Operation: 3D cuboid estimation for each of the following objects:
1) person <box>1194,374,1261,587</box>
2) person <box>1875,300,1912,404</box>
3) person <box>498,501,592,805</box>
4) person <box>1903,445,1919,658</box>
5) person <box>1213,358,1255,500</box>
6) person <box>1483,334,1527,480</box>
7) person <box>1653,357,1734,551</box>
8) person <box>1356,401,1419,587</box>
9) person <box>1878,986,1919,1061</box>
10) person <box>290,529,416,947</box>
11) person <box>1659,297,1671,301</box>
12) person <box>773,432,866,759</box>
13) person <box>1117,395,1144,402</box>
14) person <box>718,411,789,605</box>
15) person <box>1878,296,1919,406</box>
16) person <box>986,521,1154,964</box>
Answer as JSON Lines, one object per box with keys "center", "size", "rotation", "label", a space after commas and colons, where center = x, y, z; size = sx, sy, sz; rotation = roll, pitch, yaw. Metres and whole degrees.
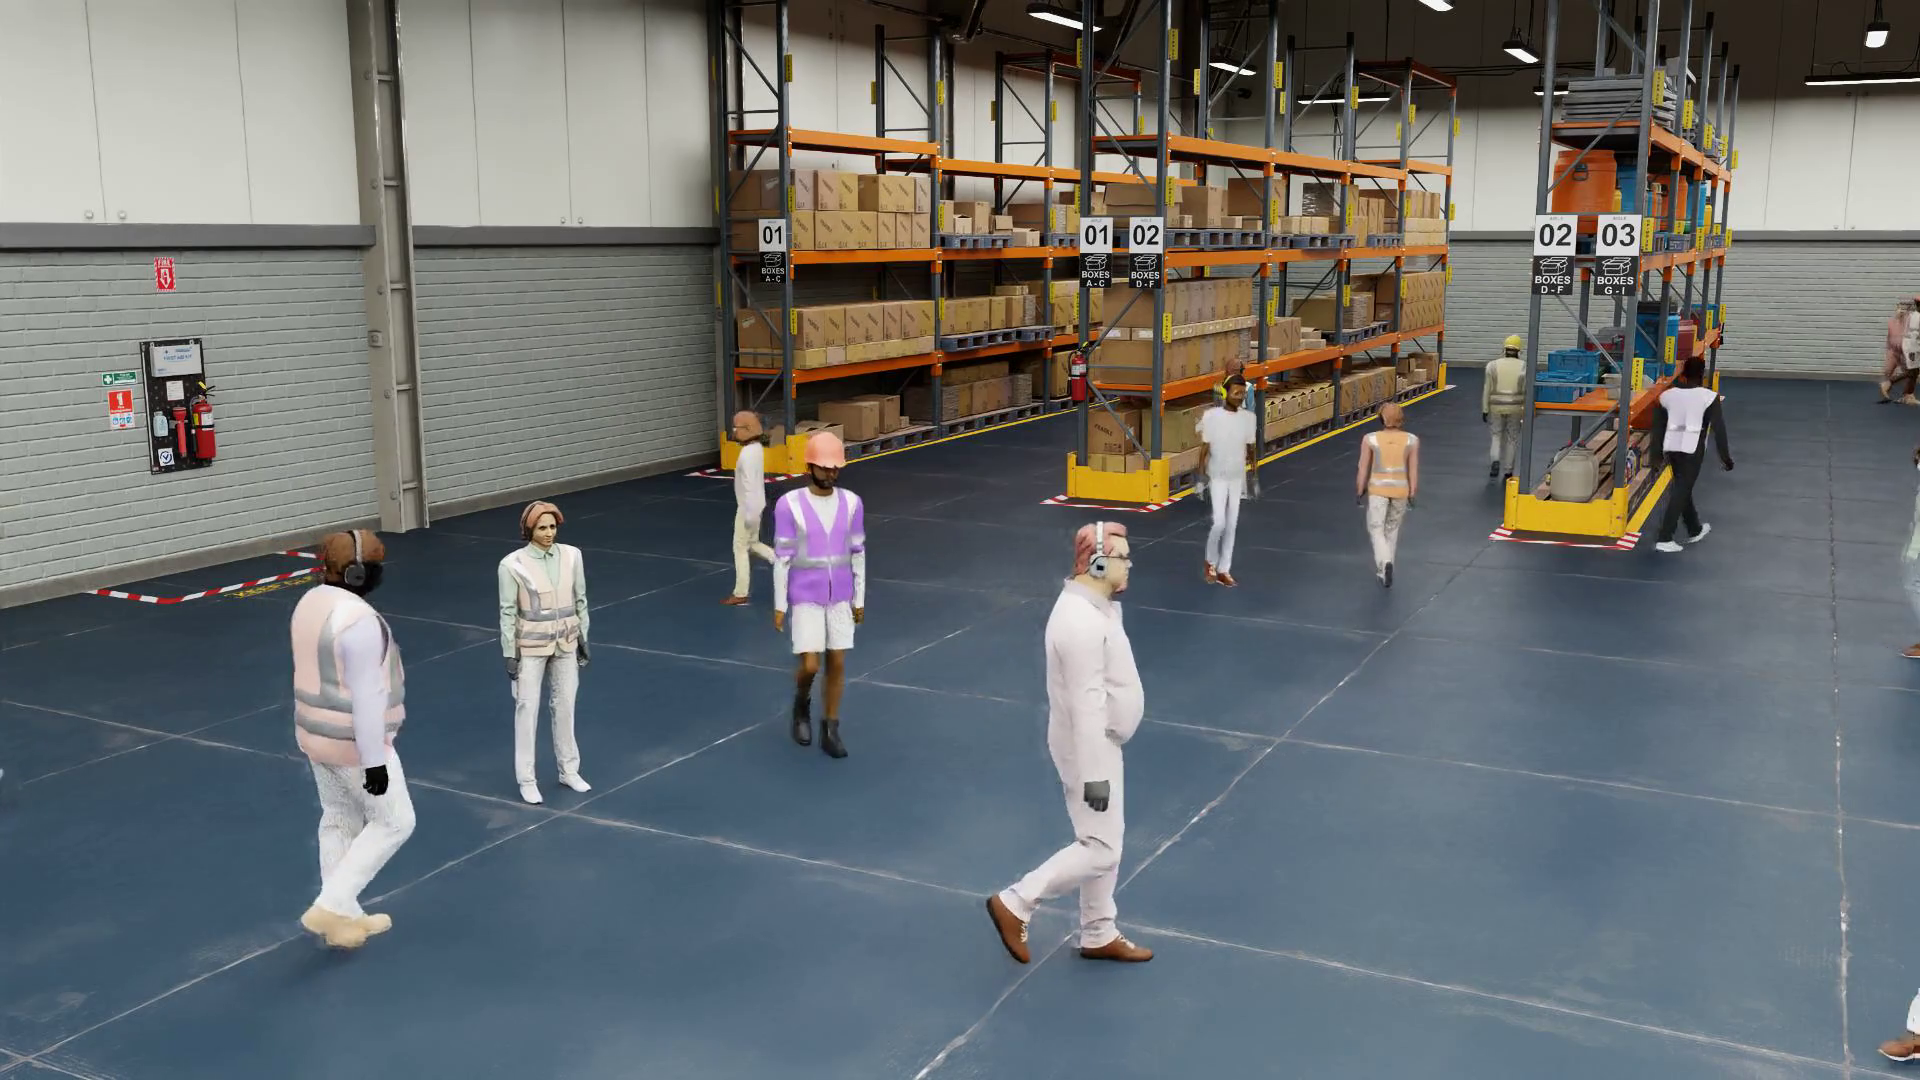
{"center": [2.315, -0.504, 14.354], "size": [0.564, 1.852, 0.412], "rotation": [-3, 11, -16], "label": "person"}
{"center": [16.885, -3.364, 29.887], "size": [0.686, 1.872, 0.644], "rotation": [-7, 12, -32], "label": "person"}
{"center": [-2.233, 0.596, 8.956], "size": [0.514, 1.634, 0.312], "rotation": [-10, 15, -44], "label": "person"}
{"center": [7.018, 0.057, 11.984], "size": [0.556, 1.618, 0.345], "rotation": [-9, 14, -41], "label": "person"}
{"center": [3.146, -1.273, 19.130], "size": [0.511, 1.638, 0.308], "rotation": [6, 12, 31], "label": "person"}
{"center": [6.807, -1.637, 20.621], "size": [0.614, 1.813, 0.431], "rotation": [5, 11, 25], "label": "person"}
{"center": [7.114, -0.837, 16.147], "size": [1.045, 1.853, 0.648], "rotation": [-7, 12, -33], "label": "person"}
{"center": [3.707, -0.390, 14.399], "size": [0.515, 1.613, 0.709], "rotation": [0, 10, 1], "label": "person"}
{"center": [3.704, 1.157, 5.972], "size": [0.724, 1.607, 0.502], "rotation": [-5, 12, -28], "label": "person"}
{"center": [-2.565, 0.857, 7.013], "size": [0.431, 1.825, 0.703], "rotation": [-10, 14, -42], "label": "person"}
{"center": [13.610, -3.801, 32.225], "size": [0.941, 1.892, 0.629], "rotation": [-2, 11, -11], "label": "person"}
{"center": [-0.807, 0.323, 9.650], "size": [0.574, 1.920, 0.435], "rotation": [-5, 12, -26], "label": "person"}
{"center": [2.447, -2.160, 23.634], "size": [0.531, 1.766, 0.332], "rotation": [7, 12, 32], "label": "person"}
{"center": [-1.671, -0.256, 13.625], "size": [0.605, 1.618, 0.509], "rotation": [1, 10, 8], "label": "person"}
{"center": [16.931, -3.394, 29.714], "size": [0.700, 1.995, 0.698], "rotation": [7, 13, 34], "label": "person"}
{"center": [0.479, 0.856, 6.823], "size": [0.594, 1.890, 0.655], "rotation": [1, 10, 8], "label": "person"}
